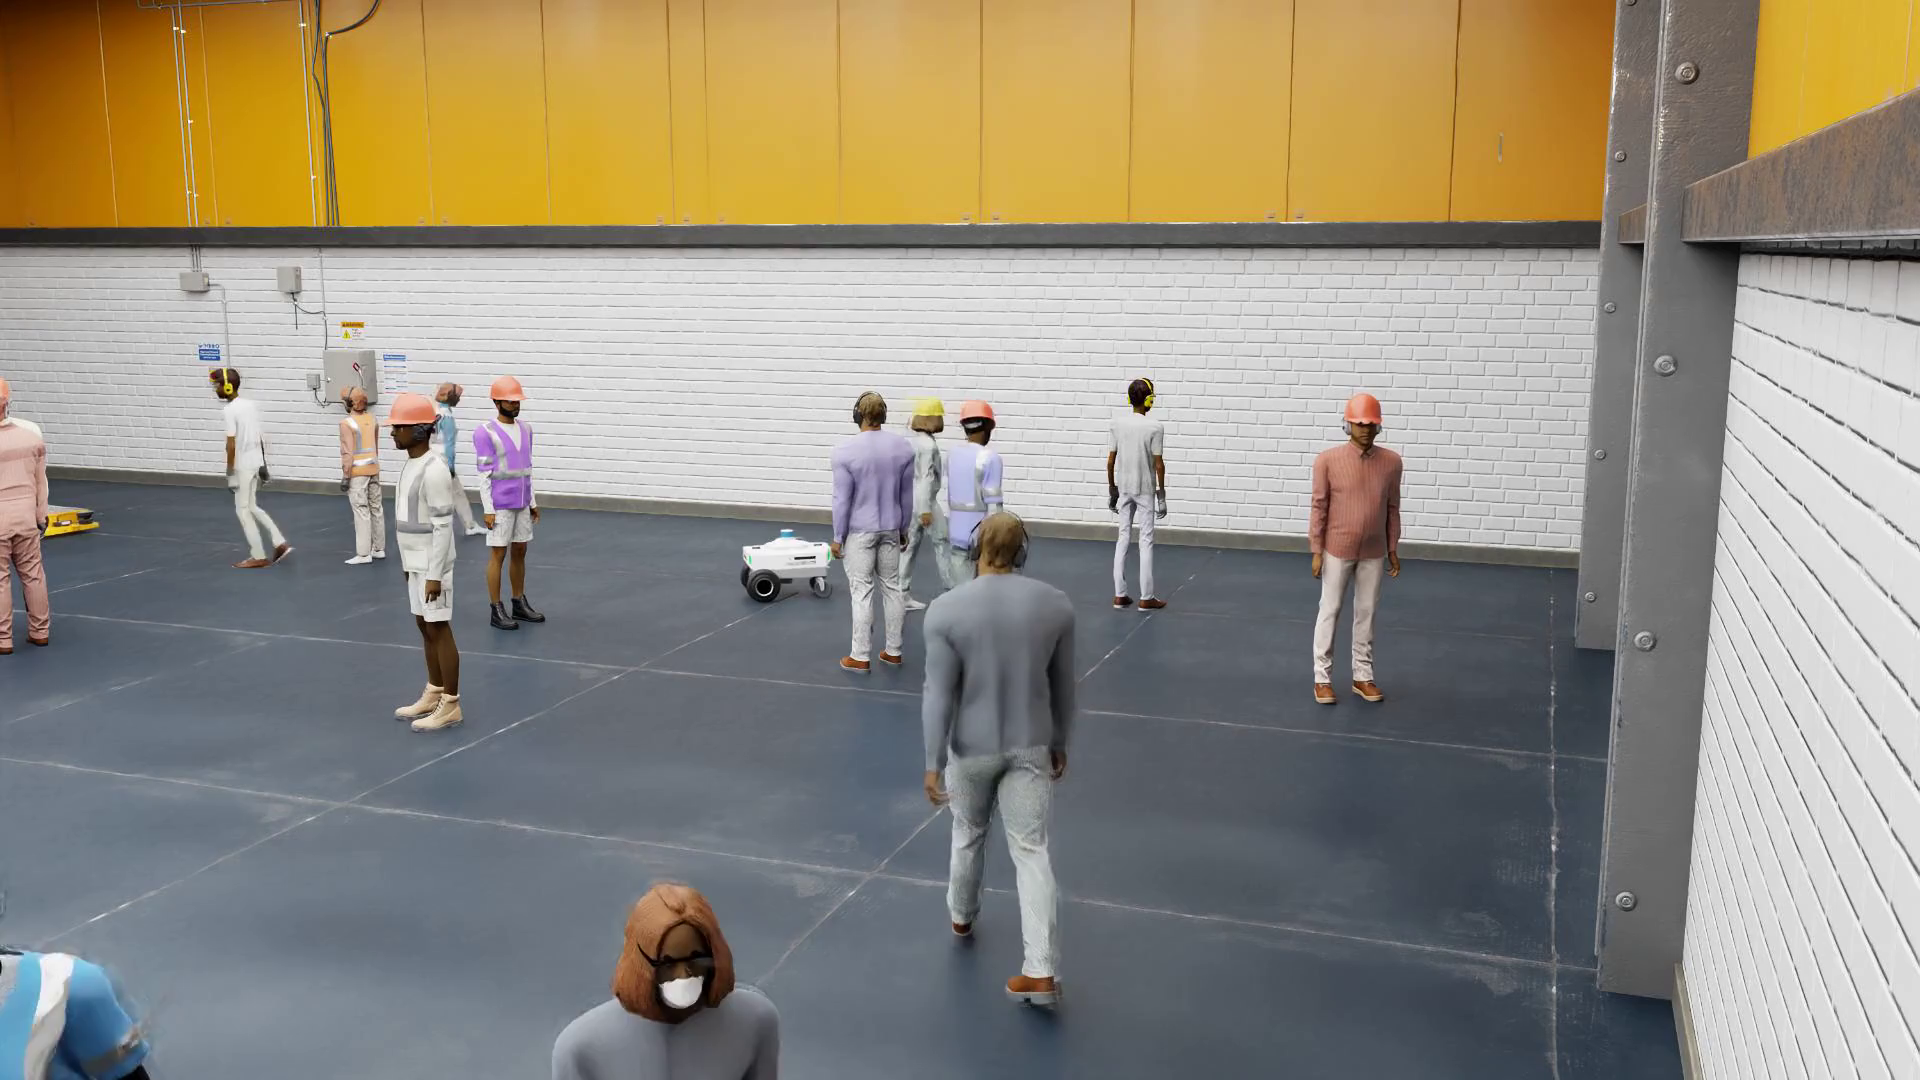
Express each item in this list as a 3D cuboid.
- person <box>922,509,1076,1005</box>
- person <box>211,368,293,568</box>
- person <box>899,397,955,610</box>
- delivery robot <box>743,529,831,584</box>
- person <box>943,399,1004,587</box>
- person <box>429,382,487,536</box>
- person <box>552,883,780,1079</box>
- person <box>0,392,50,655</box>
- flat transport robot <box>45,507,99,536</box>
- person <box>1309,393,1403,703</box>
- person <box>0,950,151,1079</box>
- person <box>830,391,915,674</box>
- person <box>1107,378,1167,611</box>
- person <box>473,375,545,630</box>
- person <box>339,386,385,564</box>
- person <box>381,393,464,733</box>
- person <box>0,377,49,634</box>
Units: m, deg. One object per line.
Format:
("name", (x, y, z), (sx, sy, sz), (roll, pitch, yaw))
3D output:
("person", (0.157, 0.831, 6.599), (0.664, 1.877, 1.049), (-2, 10, -12))
("person", (-6.409, -0.639, 15.013), (0.520, 1.837, 0.559), (0, 10, 3))
("person", (-0.191, -0.287, 13.334), (0.796, 1.705, 0.511), (-3, 11, -19))
("delivery robot", (-1.436, 0.155, 13.852), (0.707, 0.478, 0.477), (-3, 11, -14))
("person", (0.182, -0.015, 11.360), (0.579, 1.876, 0.833), (9, 13, 41))
("person", (-5.167, -0.780, 16.509), (0.887, 1.584, 0.571), (-5, 11, -24))
("person", (-0.588, 1.522, 3.491), (0.508, 1.603, 0.788), (-3, 11, -18))
("person", (-6.880, -0.132, 11.942), (0.409, 1.908, 0.639), (6, 11, 29))
("flat transport robot", (-9.593, -0.216, 17.017), (1.431, 0.197, 0.652), (5, 11, 25))
("person", (2.534, 0.057, 10.629), (0.613, 1.994, 0.395), (-2, 10, -9))
("person", (-2.091, 1.460, 3.717), (0.556, 1.636, 0.740), (0, 10, 0))
("person", (-0.606, -0.051, 11.395), (0.631, 1.940, 0.372), (-6, 12, -32))
("person", (1.426, -0.367, 13.372), (0.535, 1.868, 0.309), (7, 12, 34))
("person", (-3.441, -0.292, 12.753), (0.356, 1.938, 0.543), (6, 12, 29))
("person", (-5.507, -0.594, 15.290), (0.312, 1.642, 0.512), (3, 10, 14))
("person", (-3.247, 0.136, 10.044), (0.380, 2.045, 0.605), (-6, 12, -32))
("person", (-7.095, -0.238, 12.335), (0.607, 1.987, 0.409), (-7, 12, -35))
